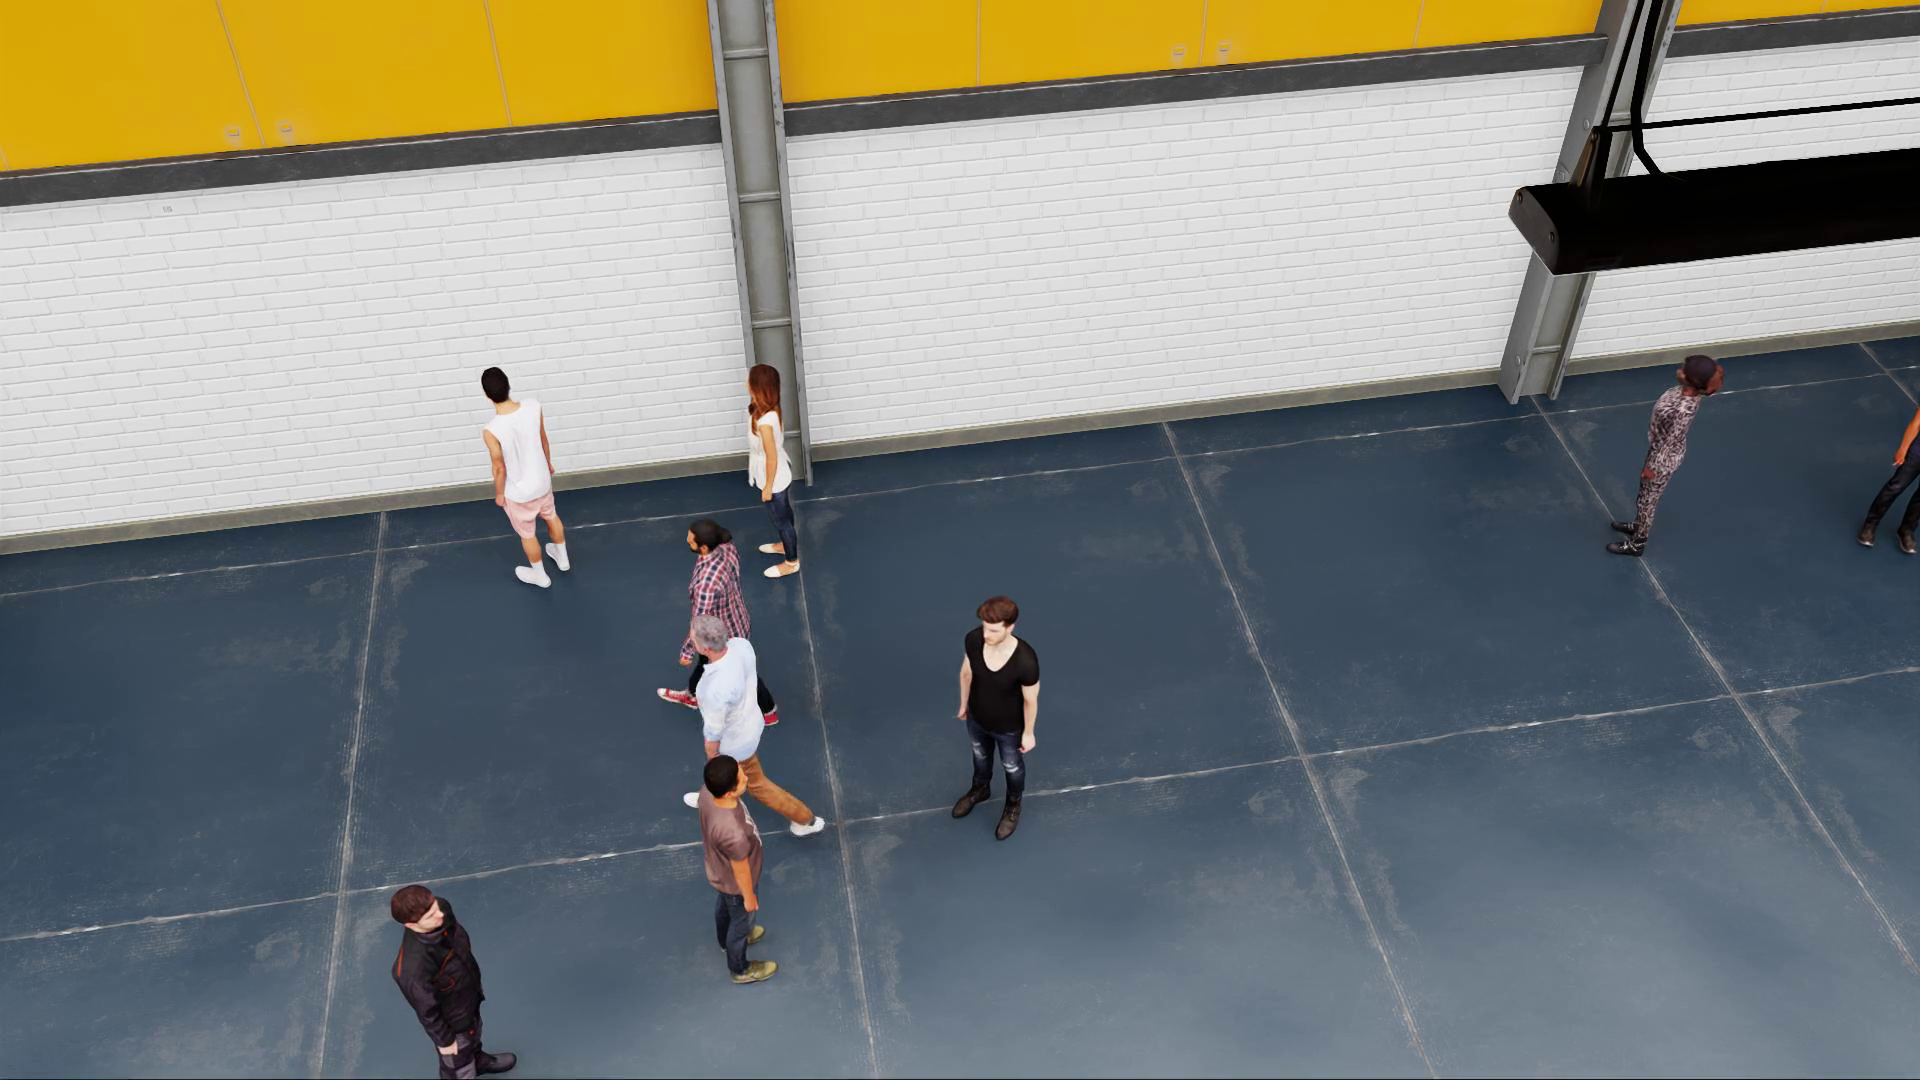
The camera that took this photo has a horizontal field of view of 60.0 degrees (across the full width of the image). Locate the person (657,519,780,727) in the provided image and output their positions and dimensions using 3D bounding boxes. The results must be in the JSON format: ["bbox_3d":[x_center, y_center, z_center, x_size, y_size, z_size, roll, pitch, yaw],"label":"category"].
[{"bbox_3d":[-1.396,0.559,10.321,1.101,1.726,0.835,0,44,0],"label":"person"}]

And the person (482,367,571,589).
[{"bbox_3d":[-2.959,-0.411,11.297,0.782,1.784,0.710,28,50,26],"label":"person"}]

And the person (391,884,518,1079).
[{"bbox_3d":[-2.584,2.316,8.395,0.611,1.838,0.750,-2,44,-2],"label":"person"}]

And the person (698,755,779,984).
[{"bbox_3d":[-1.244,1.779,9.005,0.607,1.776,0.665,-15,46,-15],"label":"person"}]

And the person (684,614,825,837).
[{"bbox_3d":[-1.219,1.139,9.672,1.269,1.782,0.971,8,44,8],"label":"person"}]

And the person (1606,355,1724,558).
[{"bbox_3d":[4.879,-0.590,11.535,0.725,1.715,0.683,18,46,18],"label":"person"}]

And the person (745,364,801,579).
[{"bbox_3d":[-1.267,-0.470,11.359,0.535,1.785,0.592,-4,44,-4],"label":"person"}]

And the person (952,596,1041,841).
[{"bbox_3d":[0.229,1.008,9.726,0.740,1.896,0.804,25,49,24],"label":"person"}]

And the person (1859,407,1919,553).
[{"bbox_3d":[6.770,-0.643,11.539,0.632,1.787,0.774,9,44,10],"label":"person"}]
